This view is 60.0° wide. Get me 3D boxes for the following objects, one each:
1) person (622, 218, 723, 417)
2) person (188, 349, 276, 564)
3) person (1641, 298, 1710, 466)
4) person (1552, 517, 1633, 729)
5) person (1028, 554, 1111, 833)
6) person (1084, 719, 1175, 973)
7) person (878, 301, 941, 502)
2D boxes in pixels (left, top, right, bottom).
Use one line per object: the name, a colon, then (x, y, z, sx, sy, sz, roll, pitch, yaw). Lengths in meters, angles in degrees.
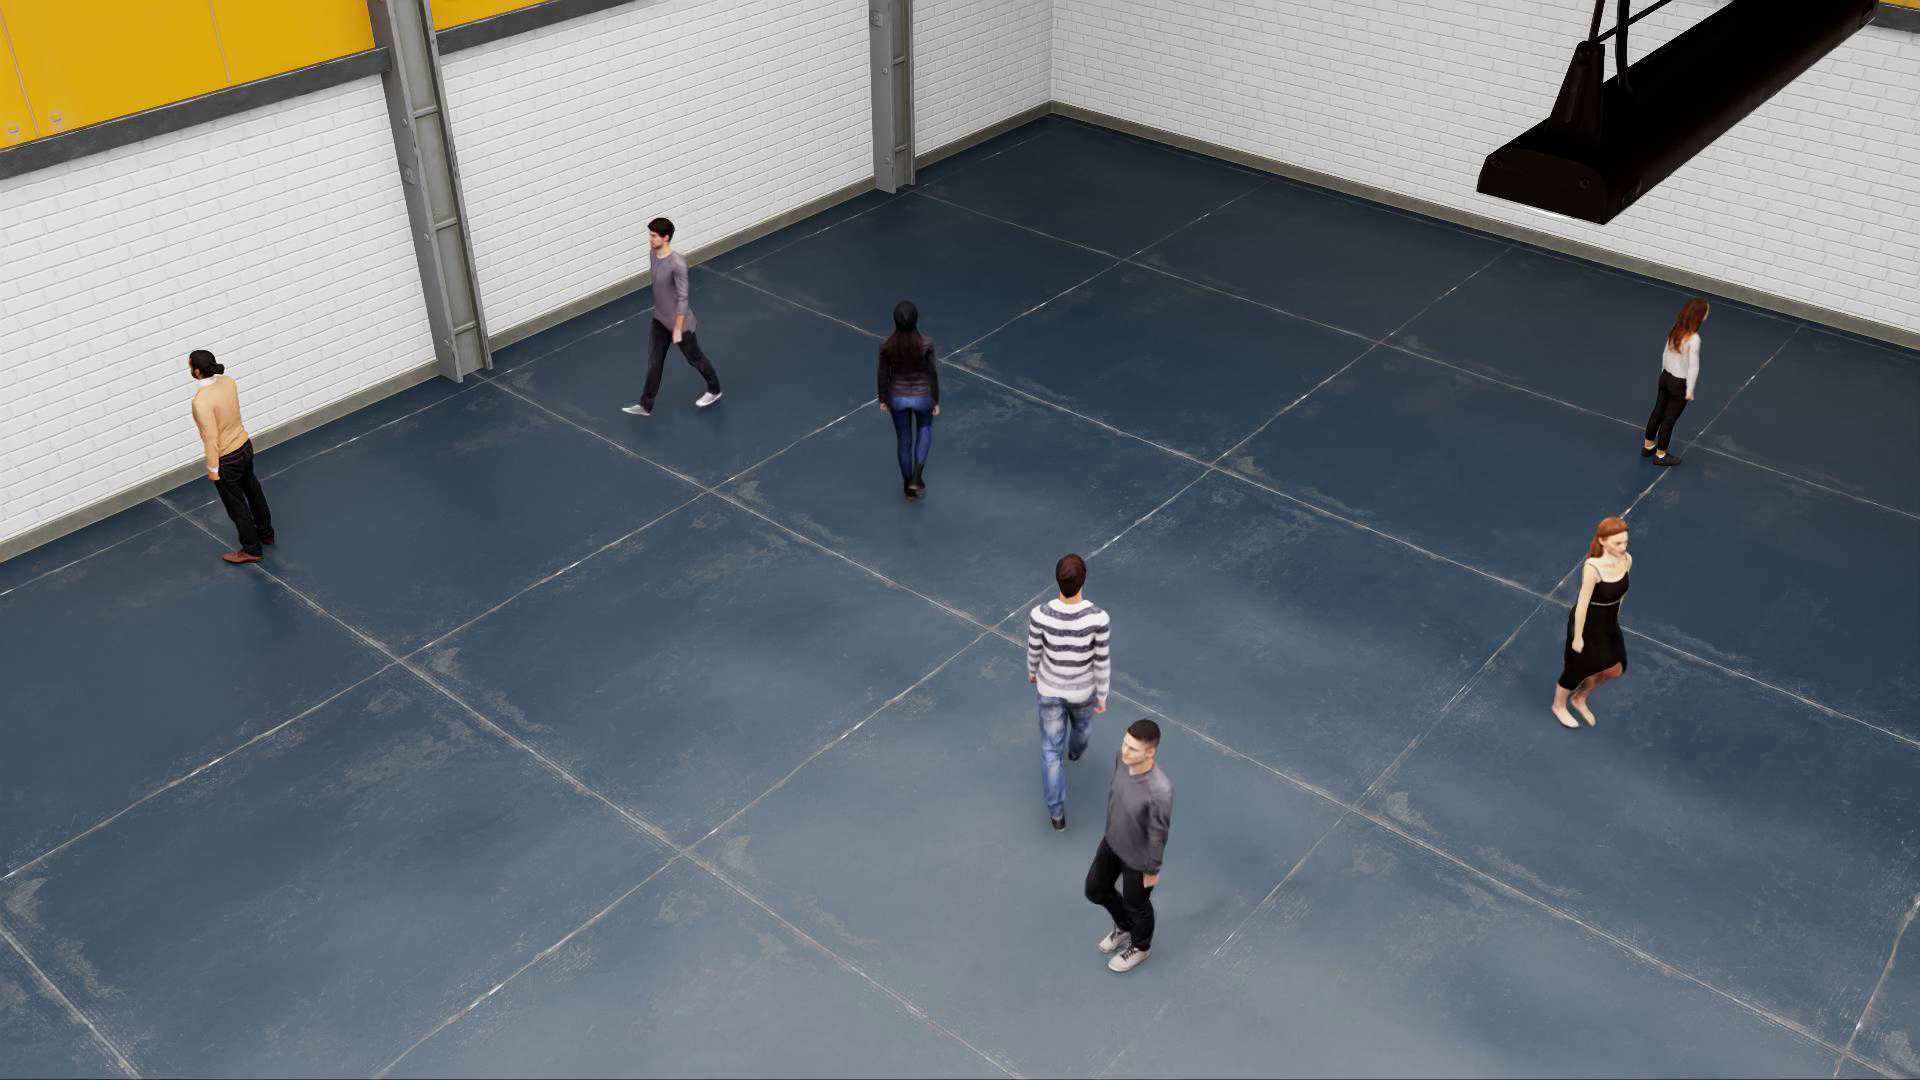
person: (-2.398, -1.931, 14.431, 1.193, 1.803, 0.783, -28, 42, -35)
person: (-5.519, -0.647, 12.544, 0.818, 1.754, 0.721, 3, 34, 4)
person: (5.936, -1.321, 13.802, 0.655, 1.484, 0.619, -7, 34, -10)
person: (4.106, 0.514, 10.929, 0.657, 1.609, 0.748, -14, 36, -20)
person: (0.640, 0.964, 10.070, 1.072, 1.811, 1.240, 3, 34, 5)
person: (1.010, 1.652, 9.090, 0.713, 1.749, 0.712, -18, 38, -25)
person: (-0.396, -1.051, 13.166, 0.788, 1.739, 0.840, 0, 34, 0)
